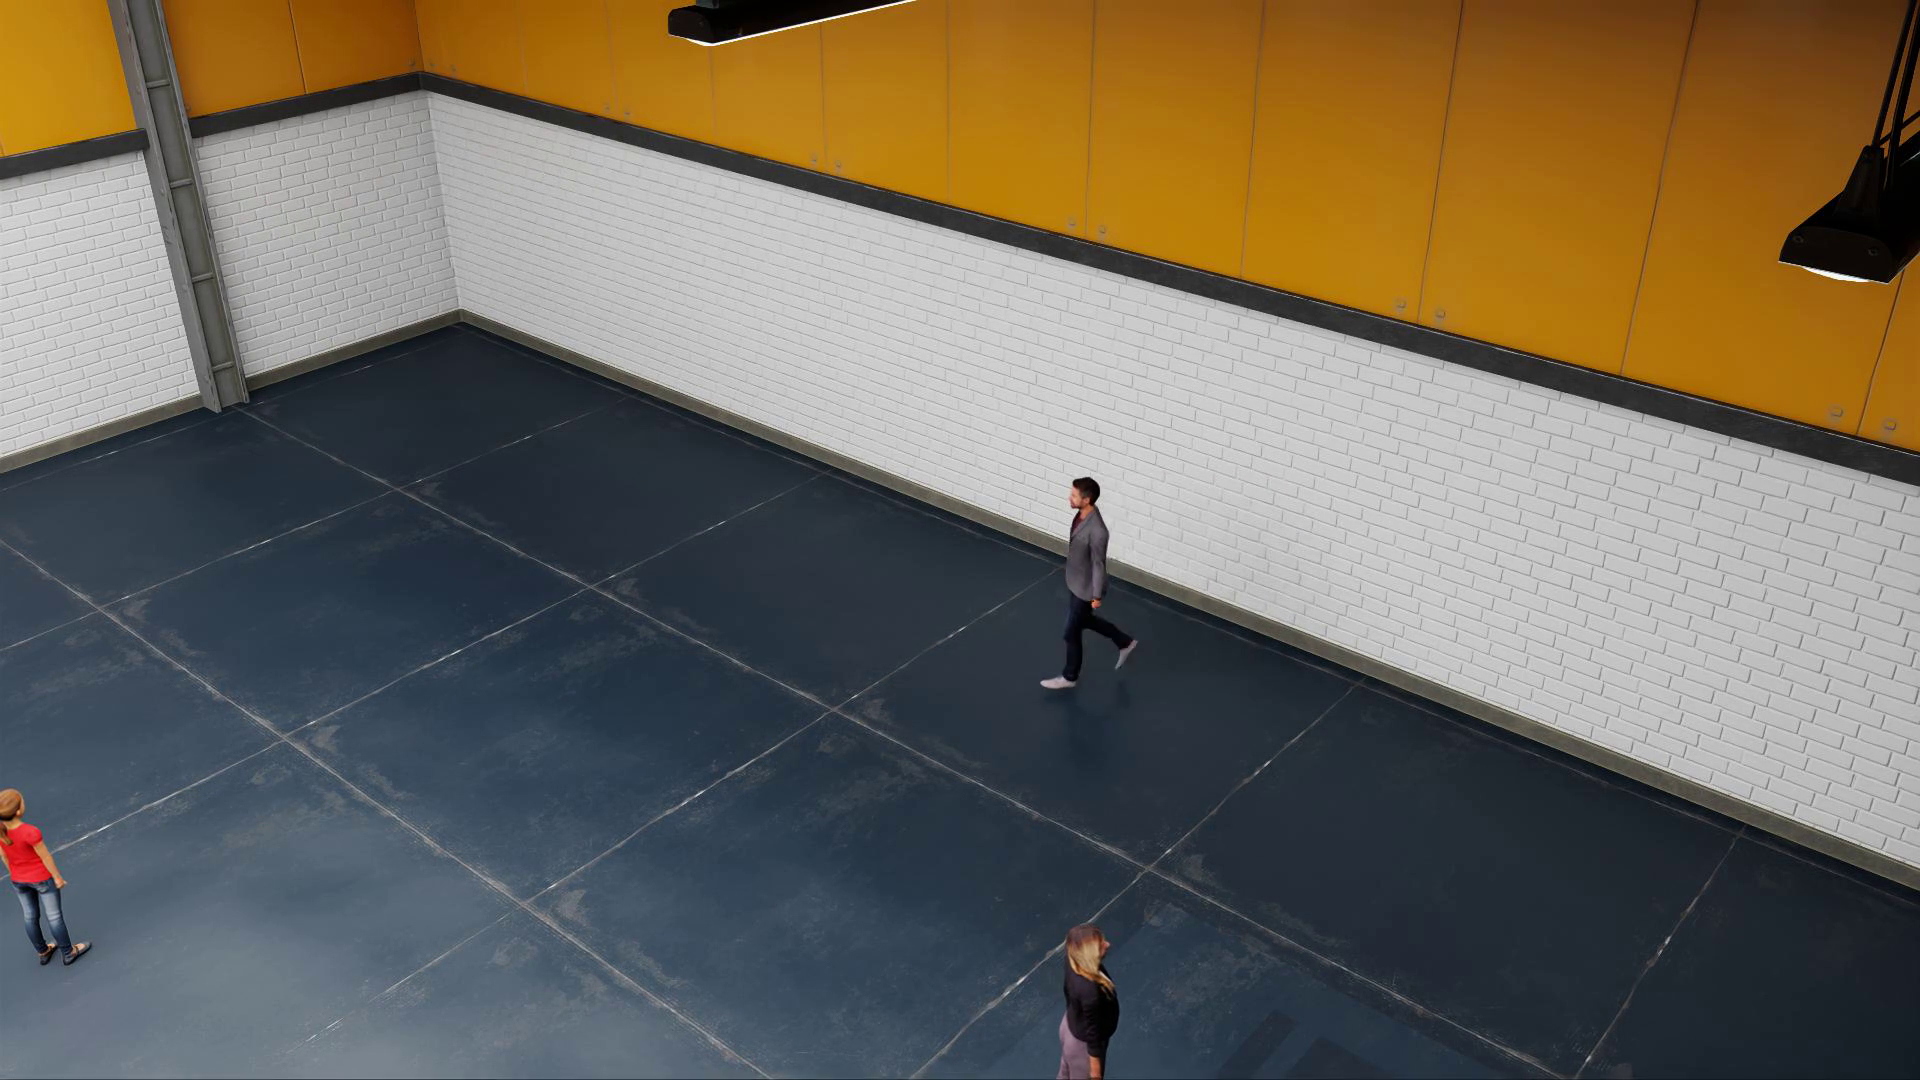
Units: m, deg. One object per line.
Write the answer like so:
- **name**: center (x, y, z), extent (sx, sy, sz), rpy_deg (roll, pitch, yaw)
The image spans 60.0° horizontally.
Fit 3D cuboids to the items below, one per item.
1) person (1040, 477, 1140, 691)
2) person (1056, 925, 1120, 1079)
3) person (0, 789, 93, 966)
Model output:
- **person**: center (1.068, 0.349, 13.034), extent (1.179, 1.847, 1.092), rpy_deg (-4, 29, -8)
- **person**: center (0.640, 2.713, 8.884), extent (0.706, 1.671, 0.668), rpy_deg (-6, 29, -11)
- **person**: center (-5.790, 2.105, 10.375), extent (0.571, 1.311, 0.619), rpy_deg (3, 29, 6)
